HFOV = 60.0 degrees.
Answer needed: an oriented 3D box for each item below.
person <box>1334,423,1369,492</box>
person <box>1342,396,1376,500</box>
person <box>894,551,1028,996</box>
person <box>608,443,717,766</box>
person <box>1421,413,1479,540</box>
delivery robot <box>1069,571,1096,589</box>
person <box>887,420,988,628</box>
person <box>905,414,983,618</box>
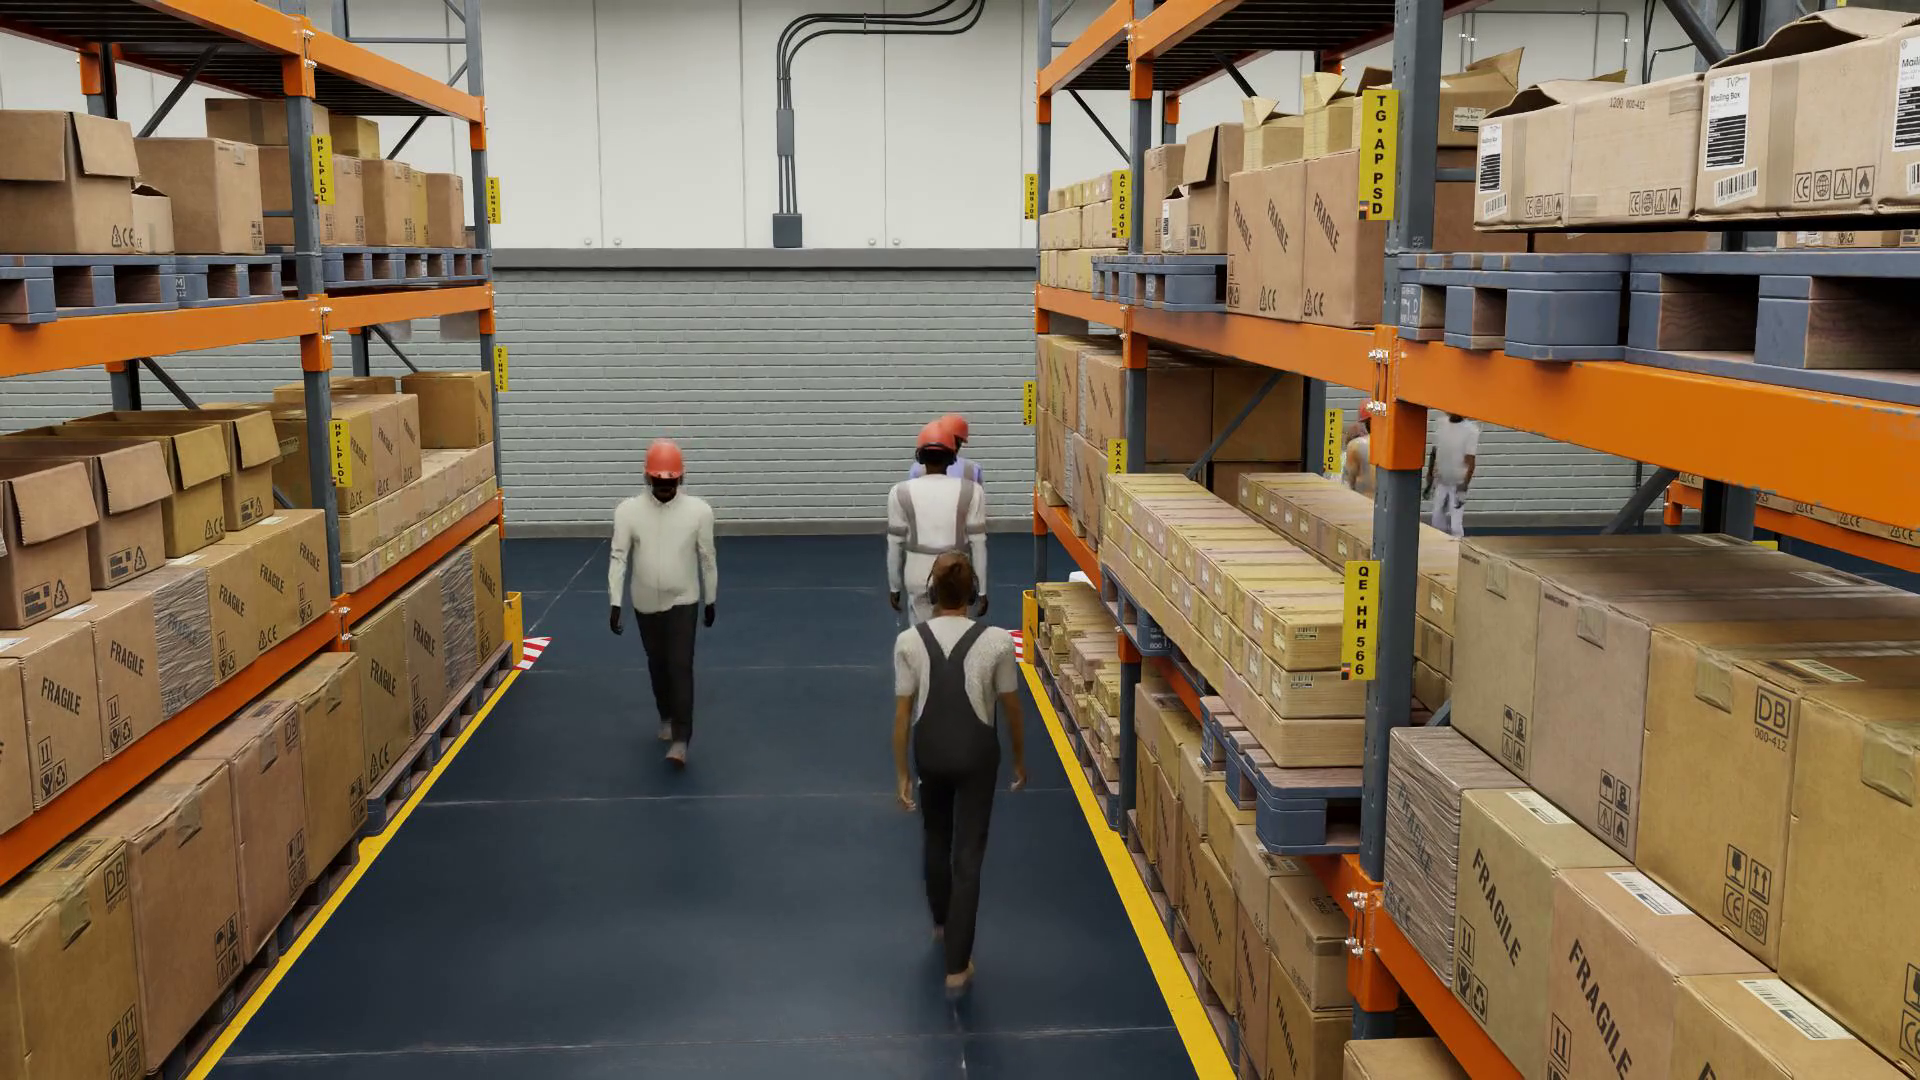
[{"bbox_3d":[3.422,-0.233,14.631,0.836,1.587,0.541,0,10,-3],"label":"person"},{"bbox_3d":[3.443,-0.222,13.679,0.556,1.900,0.791,-1,10,-7],"label":"person"},{"bbox_3d":[0.018,0.937,7.097,0.524,1.813,0.863,2,10,13],"label":"person"},{"bbox_3d":[-1.806,0.365,10.147,0.632,1.933,1.049,-1,10,-4],"label":"person"},{"bbox_3d":[4.574,-0.502,15.532,0.360,1.837,0.591,-6,11,-33],"label":"person"},{"bbox_3d":[1.195,0.406,13.644,0.477,0.478,0.707,-5,11,-28],"label":"delivery robot"},{"bbox_3d":[-0.137,0.254,10.488,0.644,2.022,0.641,1,10,3],"label":"person"},{"bbox_3d":[-0.121,0.008,12.377,0.574,1.872,0.928,0,10,-2],"label":"person"}]
